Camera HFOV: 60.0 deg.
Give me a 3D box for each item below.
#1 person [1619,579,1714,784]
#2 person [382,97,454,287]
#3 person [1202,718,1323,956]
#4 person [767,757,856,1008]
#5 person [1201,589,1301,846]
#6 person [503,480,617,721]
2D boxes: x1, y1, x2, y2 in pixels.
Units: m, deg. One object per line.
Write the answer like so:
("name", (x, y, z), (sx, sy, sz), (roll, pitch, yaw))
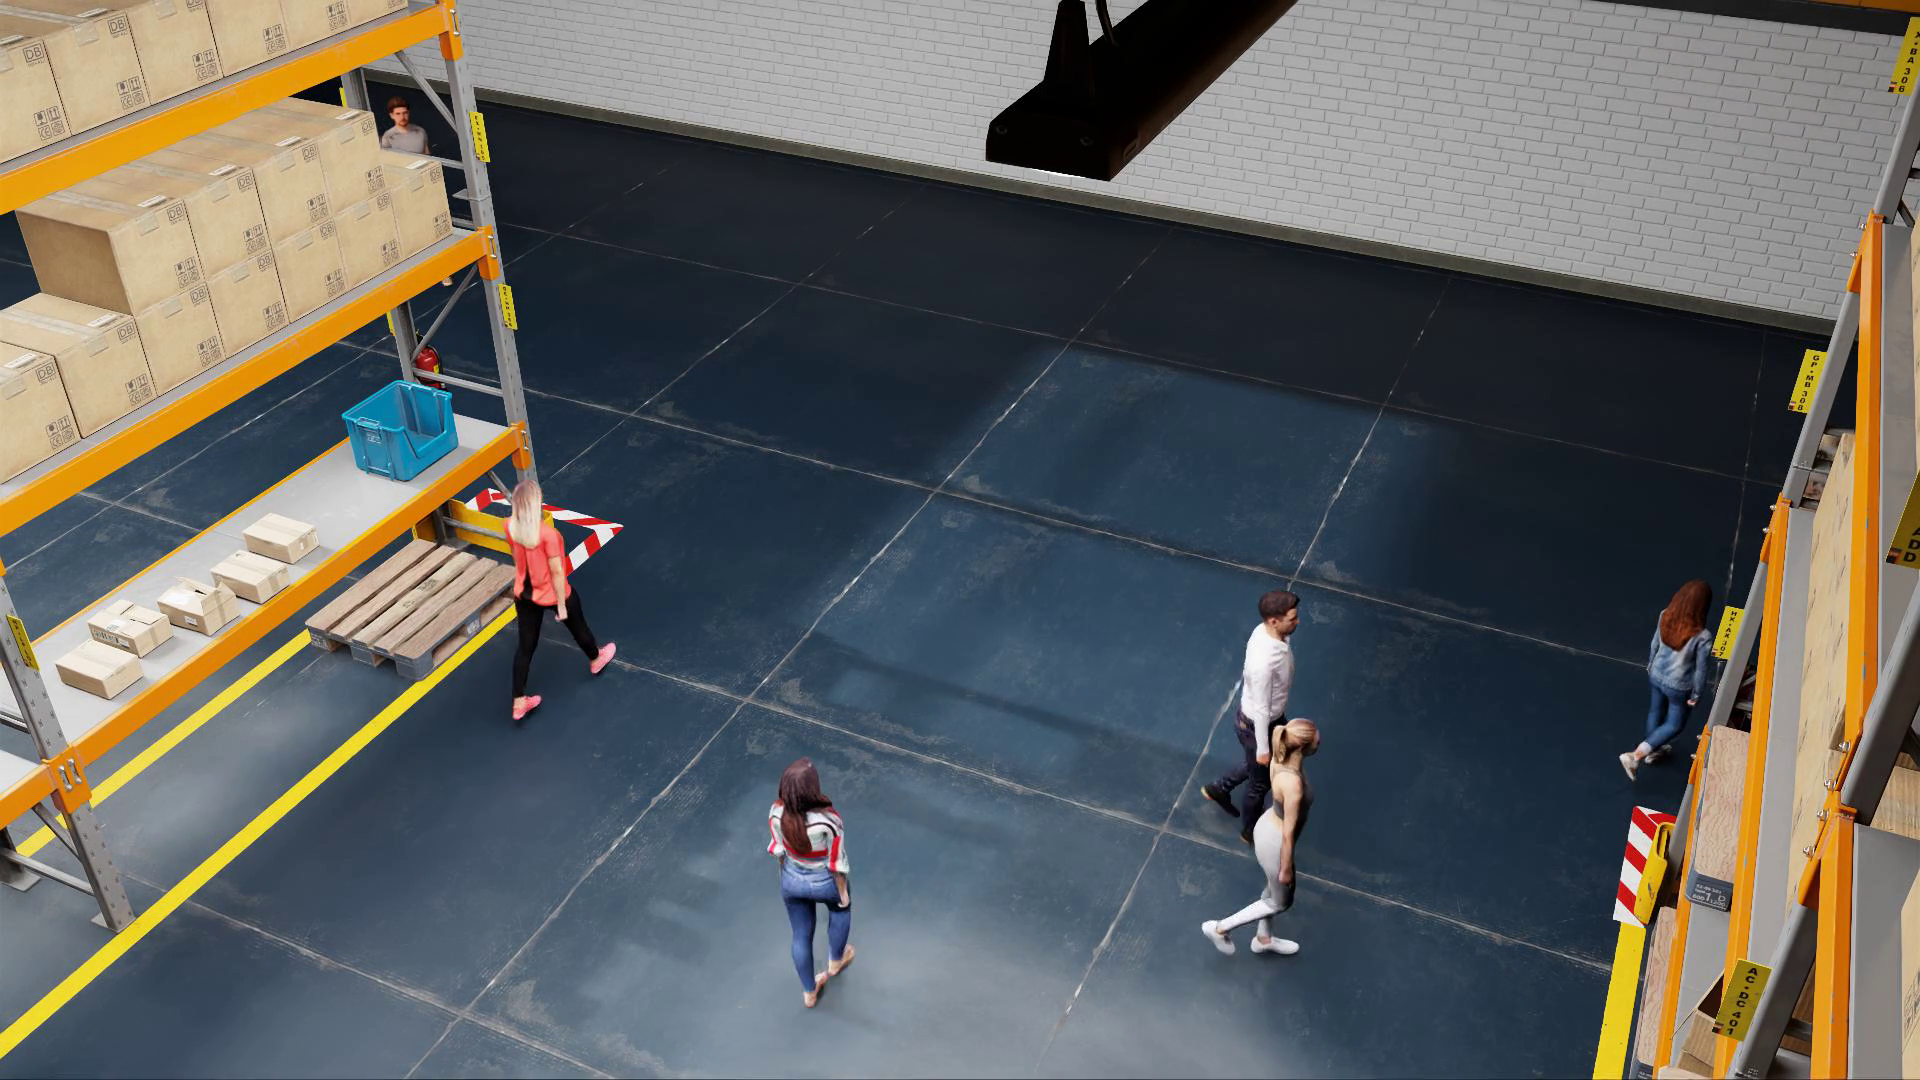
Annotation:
("person", (4.405, 0.890, 10.369), (0.939, 1.464, 0.840), (-17, 37, -24))
("person", (-5.507, -3.524, 16.660), (1.250, 1.851, 1.170), (-19, 38, -26))
("person", (1.642, 1.657, 9.008), (0.845, 1.691, 0.851), (-1, 34, -1))
("person", (-0.808, 1.857, 8.791), (0.681, 1.600, 0.727), (8, 34, 12))
("person", (1.690, 1.048, 9.776), (0.705, 1.857, 0.773), (13, 36, 18))
("person", (-2.802, 0.429, 10.900), (0.605, 1.643, 1.126), (15, 36, 21))
